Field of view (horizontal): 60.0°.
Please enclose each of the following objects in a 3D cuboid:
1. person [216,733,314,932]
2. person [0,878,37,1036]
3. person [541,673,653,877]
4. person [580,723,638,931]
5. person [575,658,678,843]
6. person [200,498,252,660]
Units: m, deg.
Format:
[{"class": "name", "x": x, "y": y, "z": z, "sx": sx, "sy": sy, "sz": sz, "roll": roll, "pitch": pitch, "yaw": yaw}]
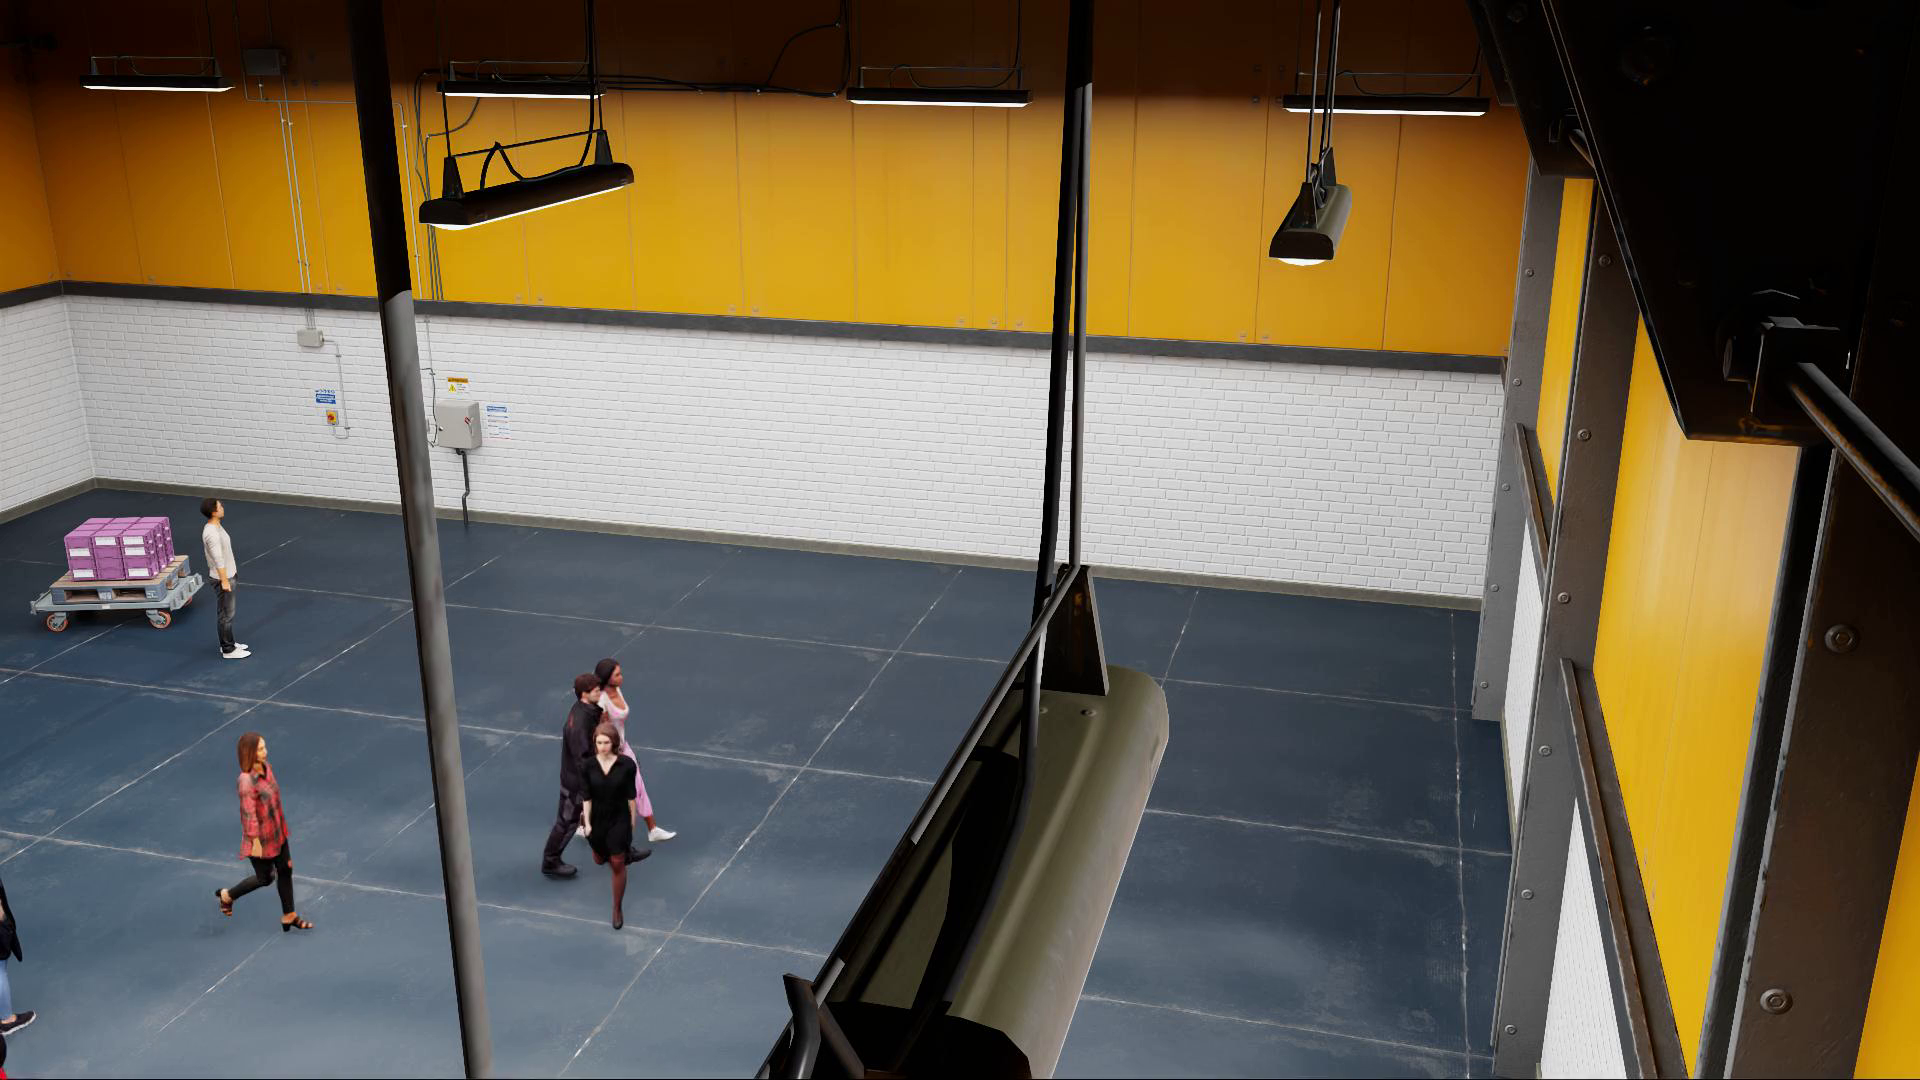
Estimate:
[{"class": "person", "x": -5.433, "y": 2.280, "z": 12.818, "sx": 0.822, "sy": 1.686, "sz": 0.955, "roll": 0, "pitch": 19, "yaw": 1}, {"class": "person", "x": -6.865, "y": 2.680, "z": 11.621, "sx": 0.621, "sy": 1.692, "sz": 0.546, "roll": 4, "pitch": 19, "yaw": 13}, {"class": "person", "x": -3.197, "y": 1.951, "z": 13.618, "sx": 1.016, "sy": 1.798, "sz": 1.177, "roll": -2, "pitch": 19, "yaw": -6}, {"class": "person", "x": -2.748, "y": 2.188, "z": 13.093, "sx": 0.796, "sy": 1.685, "sz": 1.016, "roll": -1, "pitch": 19, "yaw": -4}, {"class": "person", "x": -3.054, "y": 1.836, "z": 14.131, "sx": 0.657, "sy": 1.688, "sz": 1.095, "roll": 5, "pitch": 19, "yaw": 16}, {"class": "person", "x": -8.084, "y": 0.403, "z": 18.194, "sx": 0.794, "sy": 1.811, "sz": 0.706, "roll": -8, "pitch": 20, "yaw": -23}]
